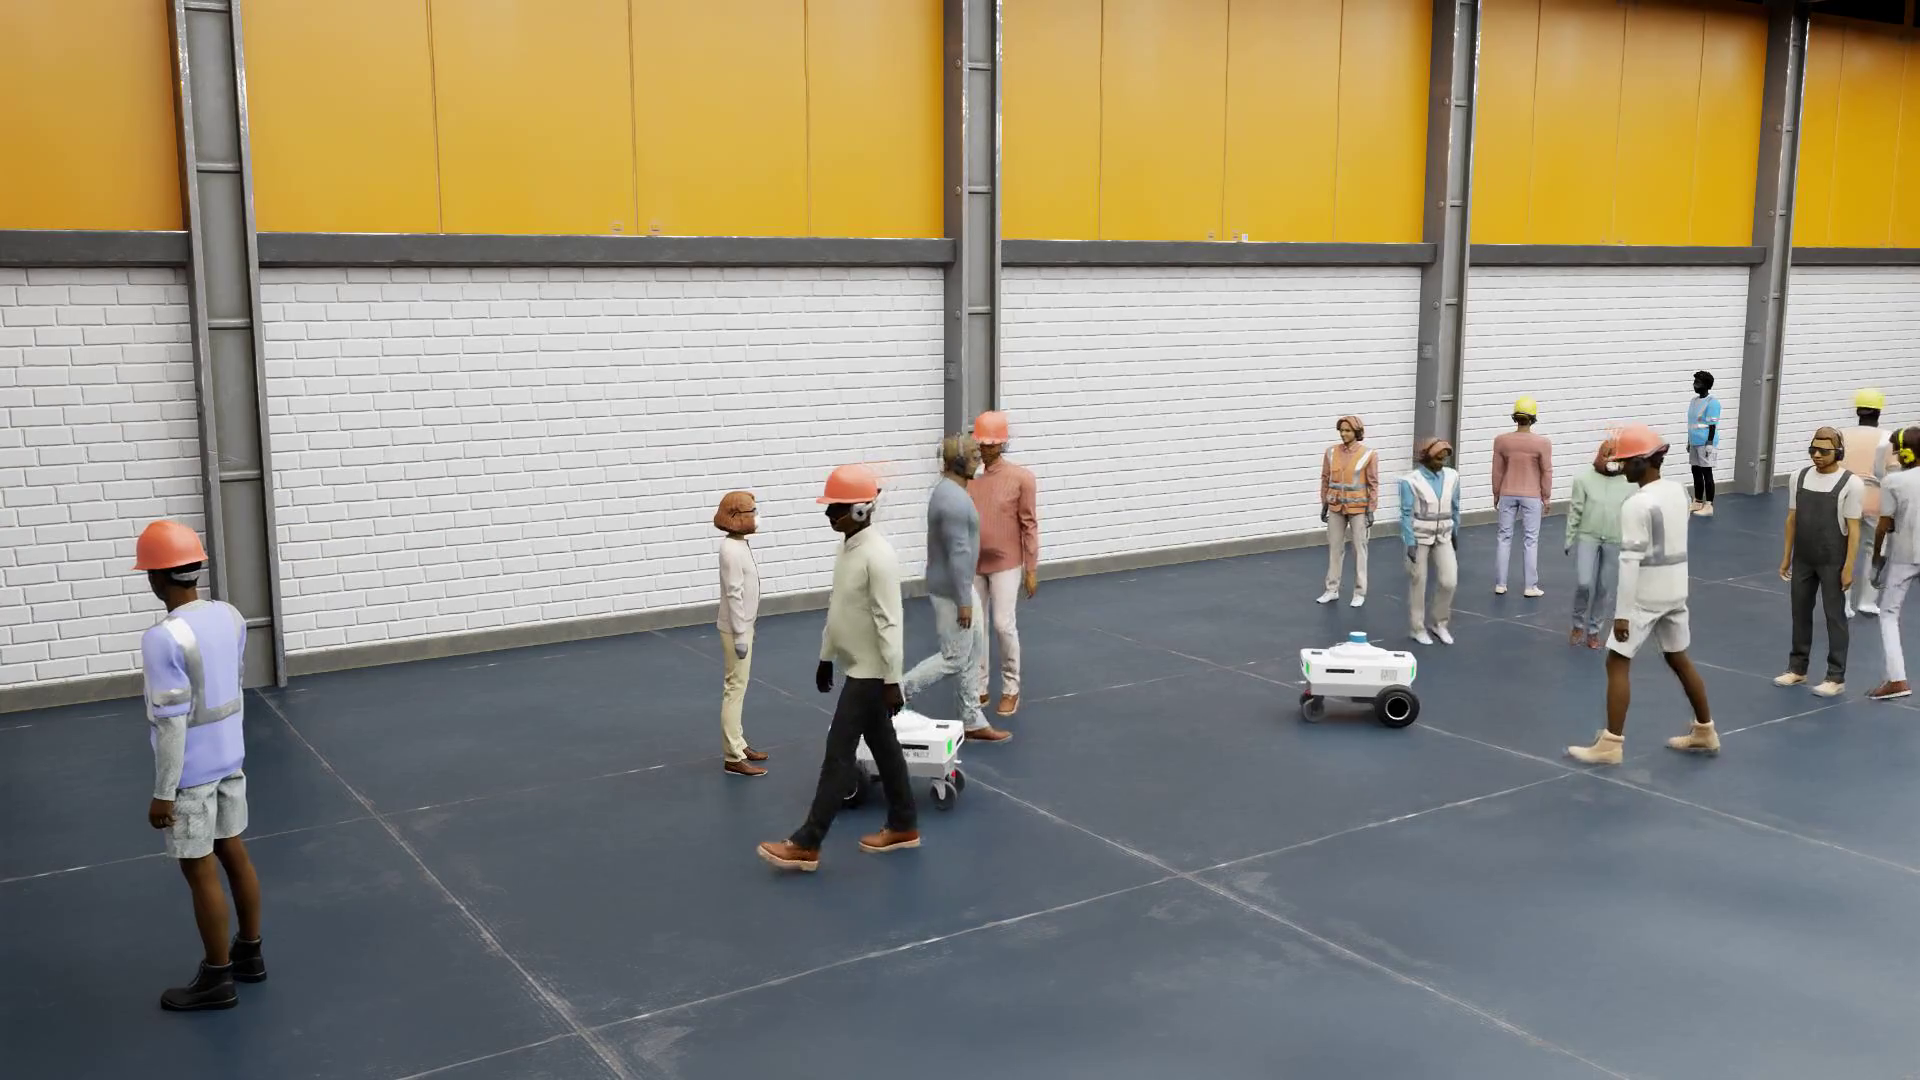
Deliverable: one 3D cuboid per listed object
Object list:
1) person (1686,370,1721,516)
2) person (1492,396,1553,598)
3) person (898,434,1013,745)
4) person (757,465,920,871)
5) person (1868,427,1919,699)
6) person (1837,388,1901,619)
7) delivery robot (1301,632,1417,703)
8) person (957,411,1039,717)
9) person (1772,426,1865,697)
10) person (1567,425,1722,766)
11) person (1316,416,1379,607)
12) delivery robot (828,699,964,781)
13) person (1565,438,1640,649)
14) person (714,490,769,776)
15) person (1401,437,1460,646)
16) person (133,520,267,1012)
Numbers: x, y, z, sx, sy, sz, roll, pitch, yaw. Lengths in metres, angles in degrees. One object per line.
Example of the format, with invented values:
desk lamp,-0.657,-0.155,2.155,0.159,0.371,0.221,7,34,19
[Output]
person,8.622,-1.123,19.337,0.321,1.690,0.536,-1,9,-6
person,4.928,-0.378,14.602,0.525,1.772,0.309,6,11,34
person,-0.108,0.316,9.980,0.785,1.920,0.634,0,9,1
person,-0.599,0.615,8.056,0.933,1.951,0.641,-3,10,-17
person,6.427,0.179,11.096,0.606,1.832,0.441,2,10,13
person,7.426,-0.297,13.673,0.612,1.907,0.650,9,13,44
delivery robot,2.547,0.834,10.668,0.707,0.478,0.477,1,10,8
person,0.174,0.162,10.732,0.644,1.982,0.418,5,10,26
person,5.834,0.142,11.291,0.350,1.838,0.503,-5,11,-30
person,4.040,0.332,9.718,0.814,1.988,0.583,-7,12,-37
person,3.318,-0.247,14.200,0.515,1.640,0.315,8,12,39
delivery robot,-0.341,1.101,9.036,0.707,0.478,0.477,2,9,11
person,4.857,0.030,12.571,0.511,1.616,0.385,2,10,13
person,-1.257,0.524,9.564,0.284,1.636,0.500,-1,9,-4
person,3.577,0.017,12.648,0.534,1.612,0.454,-2,10,-15
person,-3.011,0.880,6.523,0.373,1.933,0.549,1,10,7
